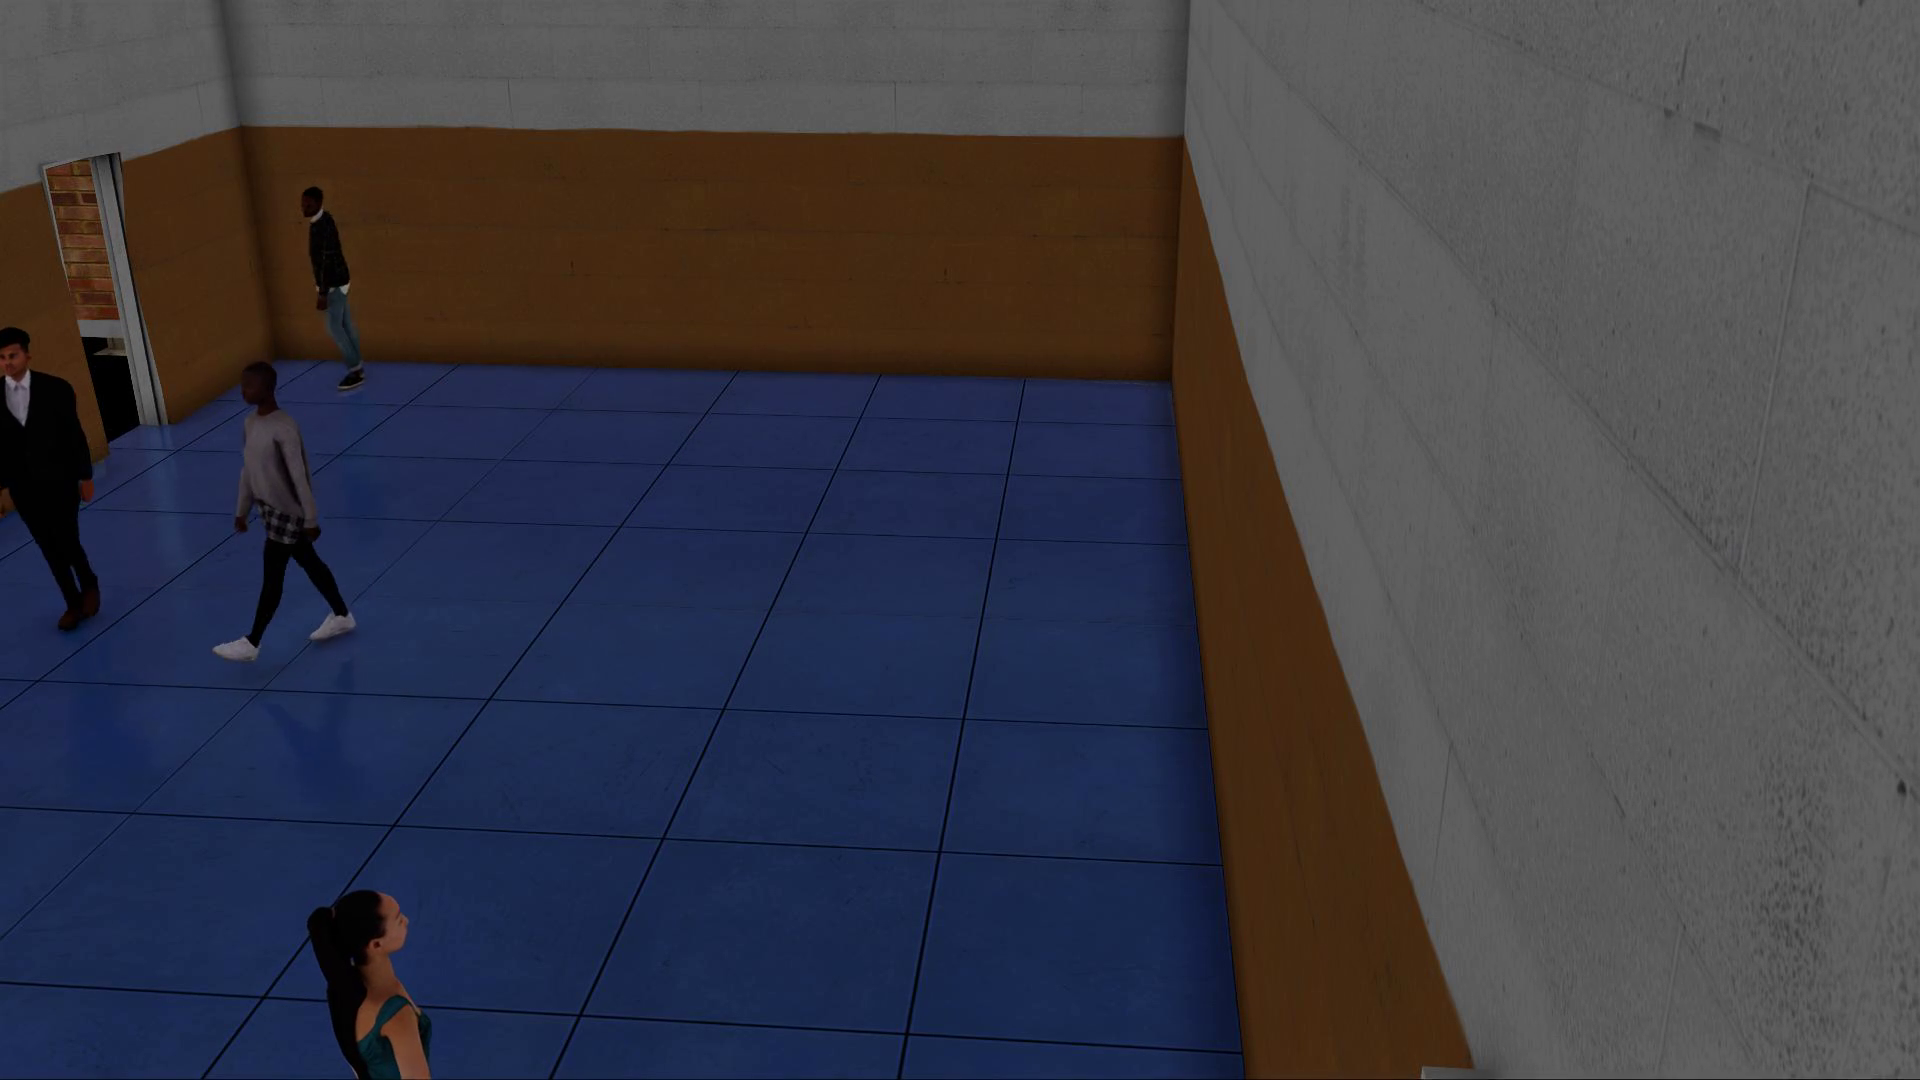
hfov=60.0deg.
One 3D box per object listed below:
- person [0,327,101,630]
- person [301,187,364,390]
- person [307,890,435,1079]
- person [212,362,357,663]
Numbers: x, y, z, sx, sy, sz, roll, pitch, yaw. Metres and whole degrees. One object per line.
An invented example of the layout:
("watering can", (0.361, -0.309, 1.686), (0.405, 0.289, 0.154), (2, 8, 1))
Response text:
("person", (-5.484, -0.393, 10.009), (0.674, 1.871, 0.830), (-3, 22, -7))
("person", (-5.537, -2.279, 14.805), (0.729, 1.795, 0.884), (-2, 22, -4))
("person", (-1.652, 1.757, 4.907), (0.674, 1.686, 0.600), (-20, 30, -41))
("person", (-3.835, -0.179, 9.660), (1.154, 1.734, 1.134), (18, 28, 38))
